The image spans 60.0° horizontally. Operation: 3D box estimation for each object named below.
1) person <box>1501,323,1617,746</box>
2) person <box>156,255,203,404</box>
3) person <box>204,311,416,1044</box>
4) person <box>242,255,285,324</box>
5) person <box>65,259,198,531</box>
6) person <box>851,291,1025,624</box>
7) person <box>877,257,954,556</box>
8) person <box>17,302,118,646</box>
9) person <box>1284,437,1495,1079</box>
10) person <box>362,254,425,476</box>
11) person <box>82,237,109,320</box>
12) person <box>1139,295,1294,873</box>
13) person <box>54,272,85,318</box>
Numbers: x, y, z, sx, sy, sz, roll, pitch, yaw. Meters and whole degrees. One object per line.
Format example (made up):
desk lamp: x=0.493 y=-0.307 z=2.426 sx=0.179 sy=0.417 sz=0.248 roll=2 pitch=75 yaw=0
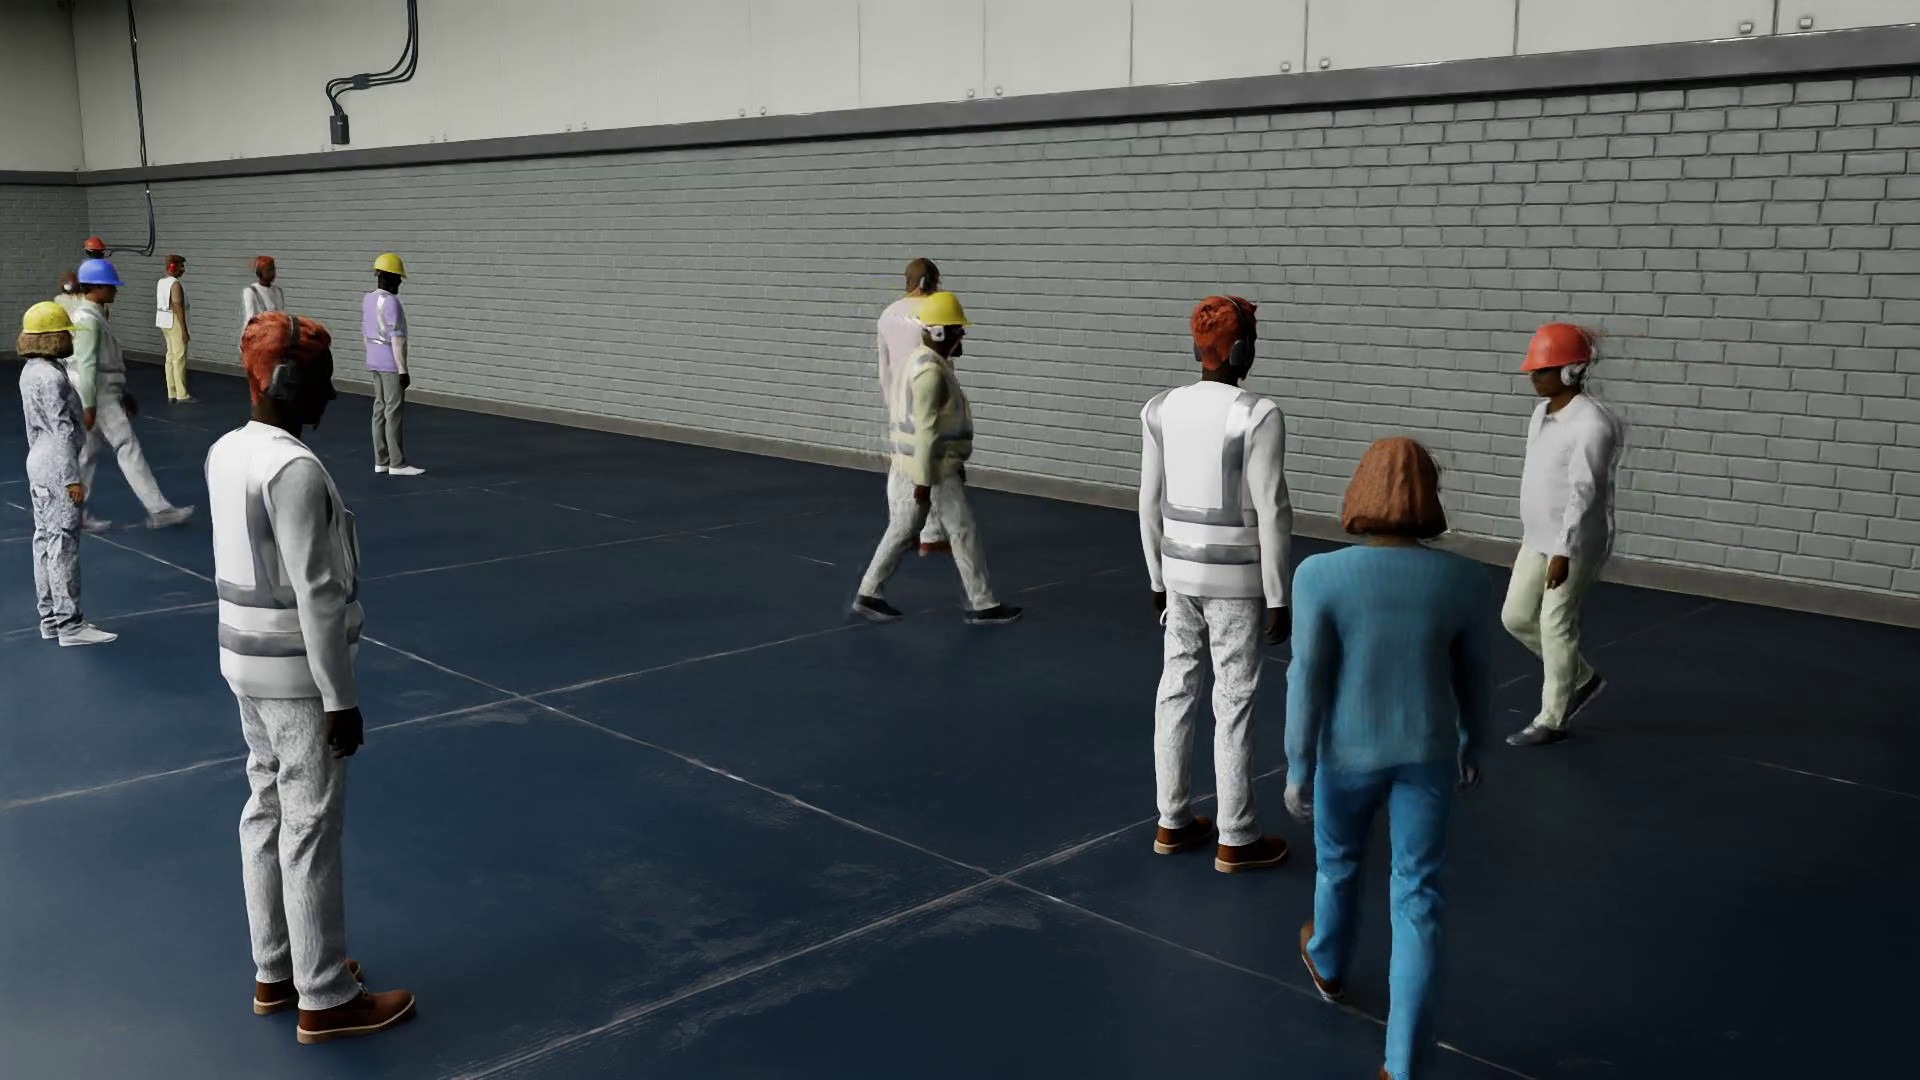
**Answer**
person: x=2.435 y=-0.010 z=6.745 sx=0.453 sy=1.732 sz=0.562 roll=-2 pitch=11 yaw=-9
person: x=-9.687 y=-2.590 z=20.522 sx=0.389 sy=1.837 sz=0.563 roll=-10 pitch=14 yaw=-43
person: x=-1.719 y=0.357 z=4.321 sx=0.355 sy=1.887 sz=0.573 roll=-10 pitch=14 yaw=-43
person: x=-7.235 y=-2.048 z=17.493 sx=0.440 sy=1.863 sz=0.600 roll=3 pitch=11 yaw=18
person: x=-5.895 y=-1.003 z=11.683 sx=0.930 sy=1.909 sz=0.608 roll=-5 pitch=12 yaw=-28
person: x=-0.161 y=-0.427 z=8.864 sx=0.925 sy=1.790 sz=0.592 roll=-1 pitch=10 yaw=-6
person: x=-0.269 y=-0.861 z=10.837 sx=0.371 sy=1.934 sz=0.627 roll=-10 pitch=14 yaw=-43
person: x=-4.584 y=-0.336 z=8.488 sx=0.297 sy=1.745 sz=0.484 roll=-10 pitch=14 yaw=-43
person: x=1.062 y=0.532 z=4.166 sx=0.526 sy=1.580 sz=0.866 roll=1 pitch=10 yaw=3
person: x=-4.940 y=-1.513 z=14.435 sx=0.382 sy=1.917 sz=0.585 roll=-10 pitch=14 yaw=-43
person: x=-13.048 y=-3.554 z=25.212 sx=0.378 sy=2.045 sz=0.605 roll=-10 pitch=14 yaw=-43
person: x=0.846 y=0.147 z=5.473 sx=0.355 sy=1.883 sz=0.573 roll=-10 pitch=14 yaw=-43
person: x=-11.223 y=-2.601 z=21.181 sx=0.512 sy=1.612 sz=0.552 roll=-1 pitch=10 yaw=-5
